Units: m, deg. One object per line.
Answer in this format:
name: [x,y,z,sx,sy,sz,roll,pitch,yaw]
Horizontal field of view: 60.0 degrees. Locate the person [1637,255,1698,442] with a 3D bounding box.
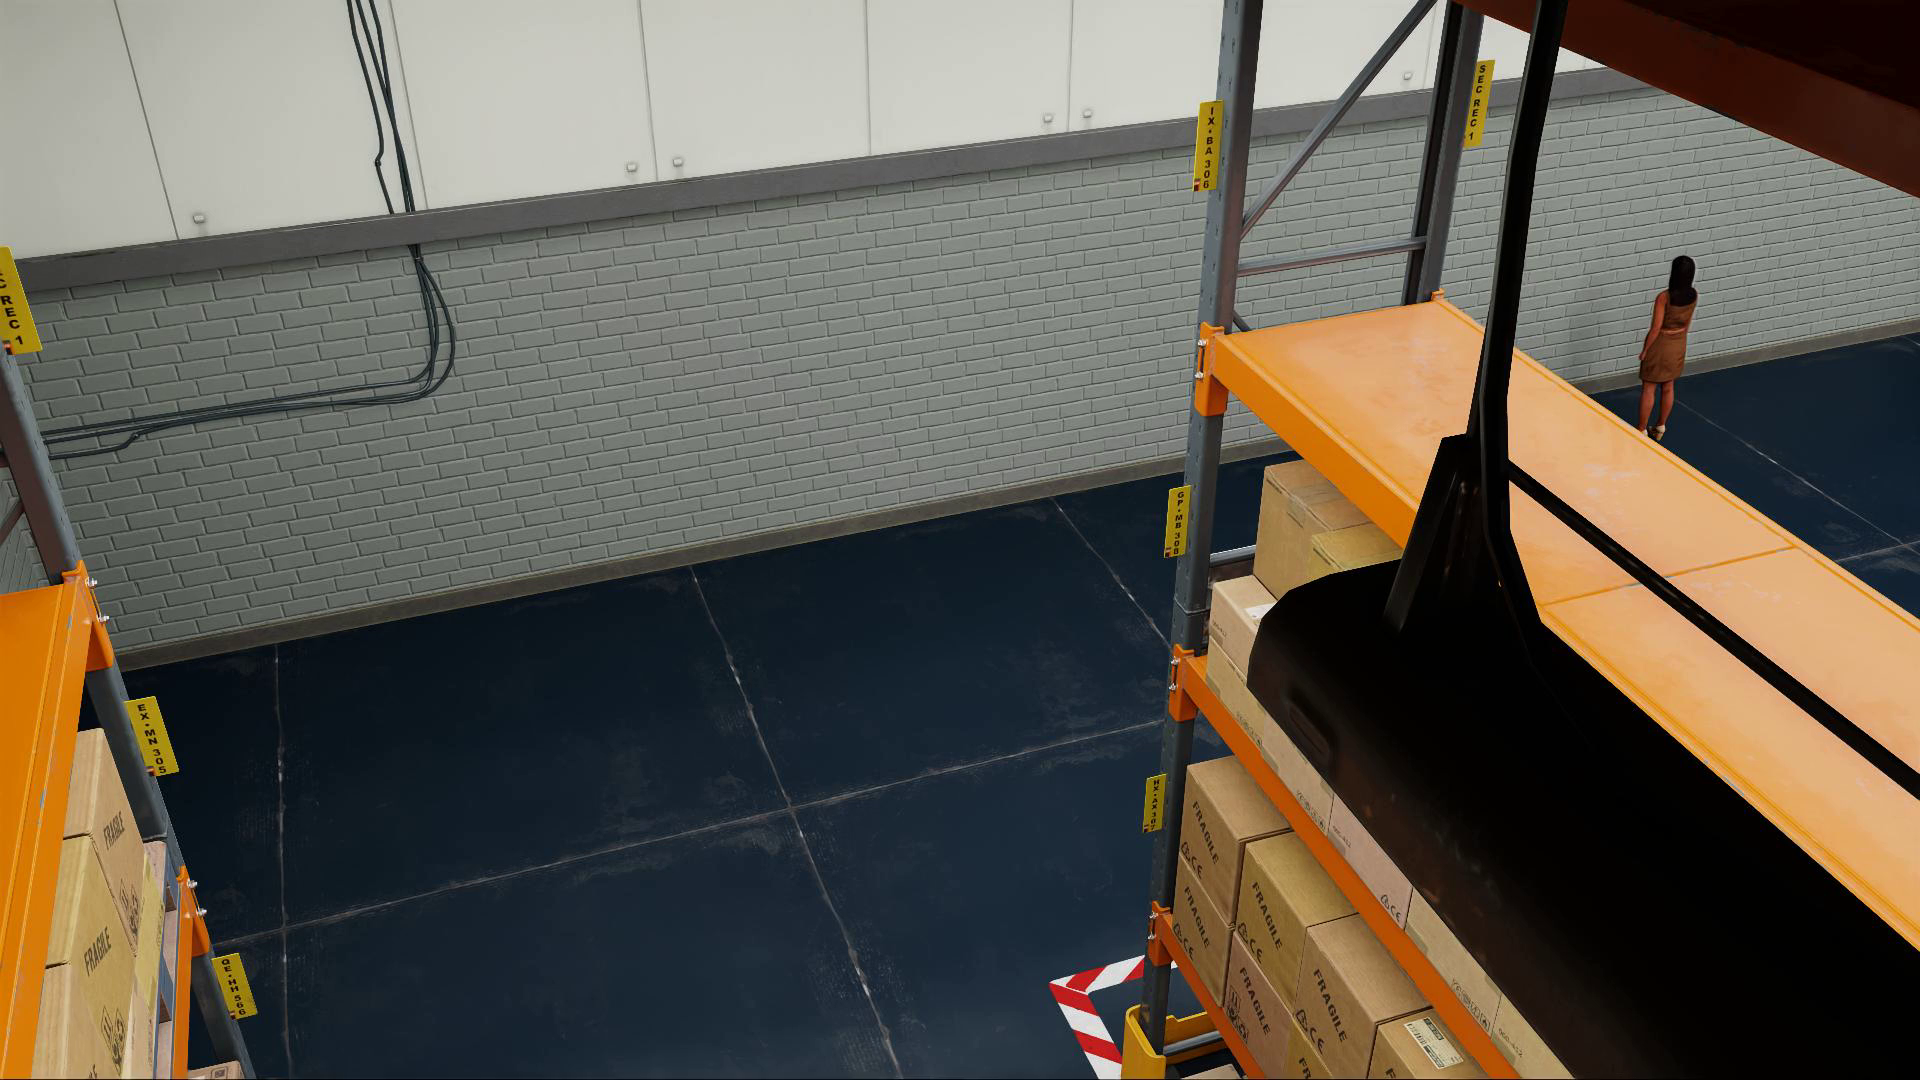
person: [5.933,-1.595,14.016,0.561,1.688,0.495,-11,34,-17]
